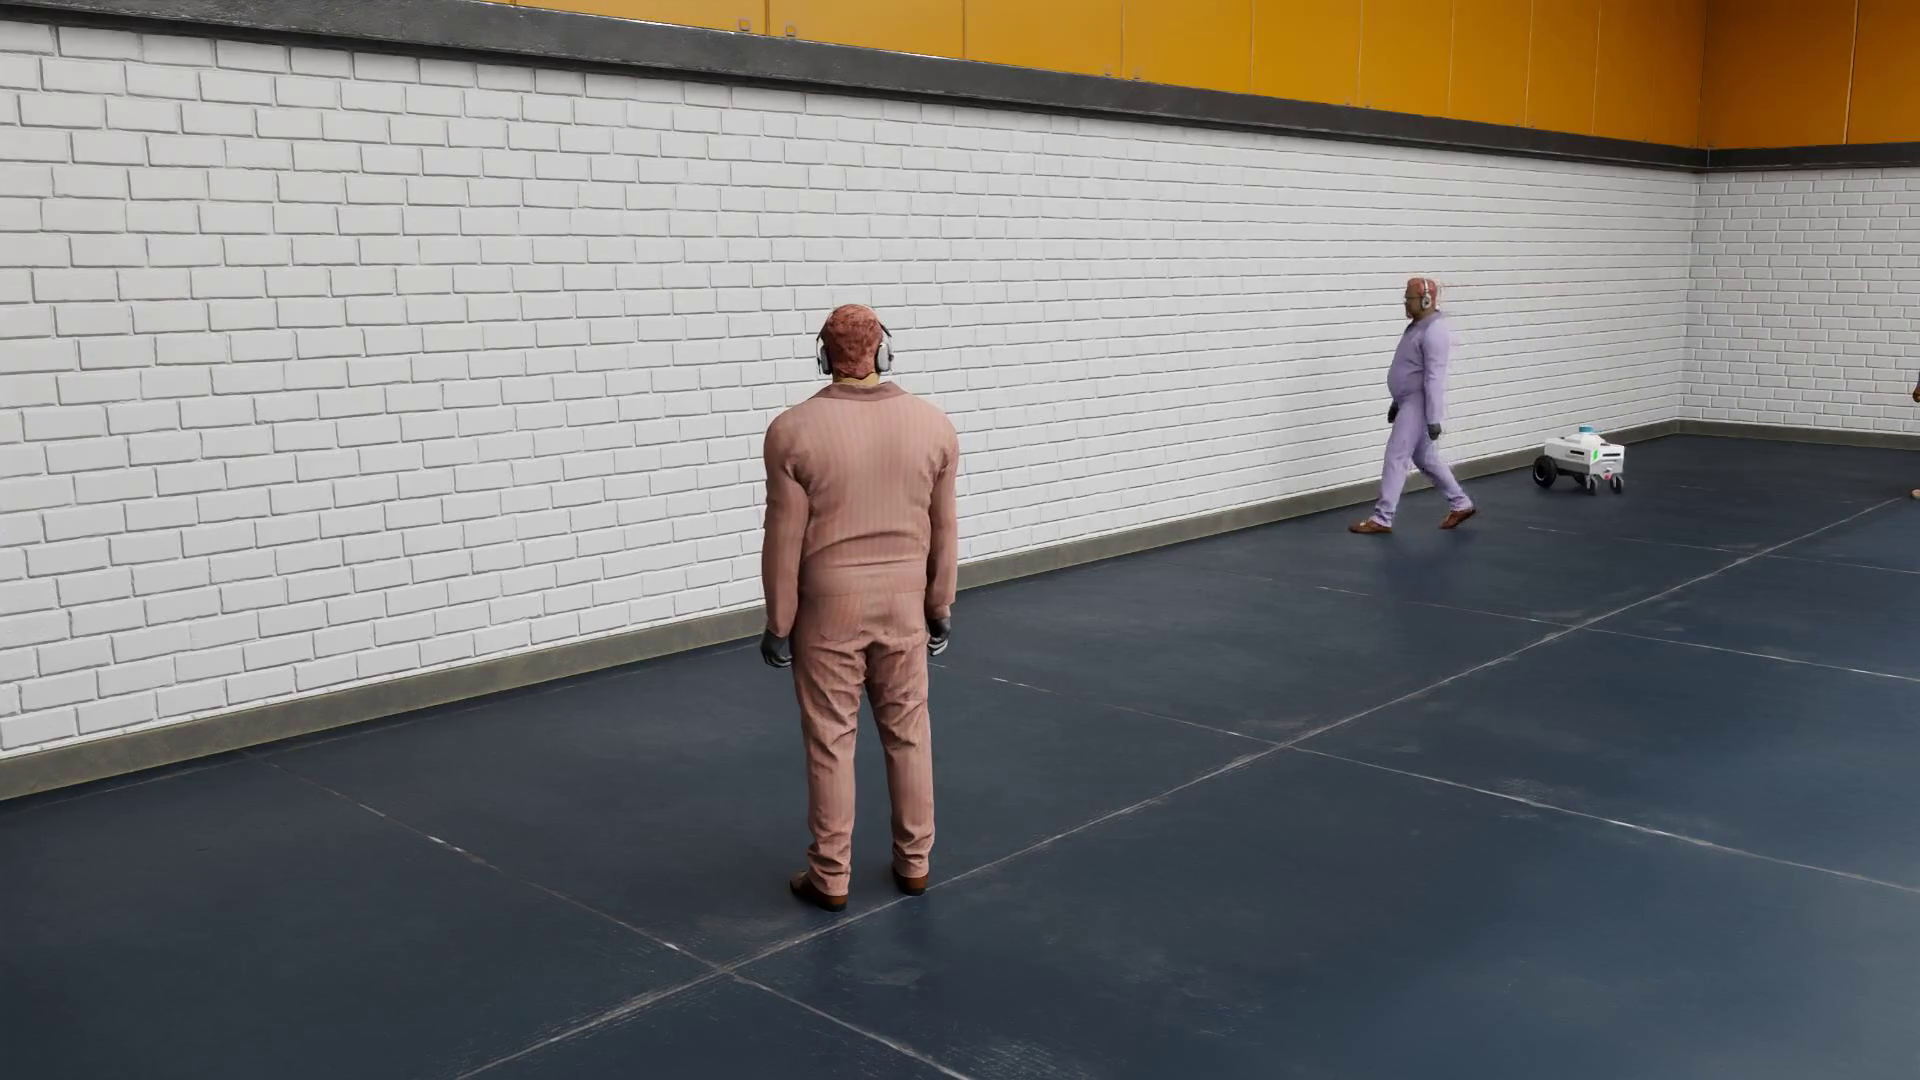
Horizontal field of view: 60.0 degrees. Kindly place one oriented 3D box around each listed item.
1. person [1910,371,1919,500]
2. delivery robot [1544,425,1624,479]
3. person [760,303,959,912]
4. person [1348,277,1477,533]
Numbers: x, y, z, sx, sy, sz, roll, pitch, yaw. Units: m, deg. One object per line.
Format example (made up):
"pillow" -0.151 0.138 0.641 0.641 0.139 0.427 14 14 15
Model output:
"person" 8.114 -1.326 13.624 0.611 2.042 0.394 -1 10 -3
"delivery robot" 5.351 -0.742 14.265 0.477 0.478 0.707 -3 11 -18
"person" -0.326 0.213 5.257 0.654 1.904 0.406 -5 11 -24
"person" 3.351 -0.974 12.105 0.909 1.874 0.645 2 10 9
